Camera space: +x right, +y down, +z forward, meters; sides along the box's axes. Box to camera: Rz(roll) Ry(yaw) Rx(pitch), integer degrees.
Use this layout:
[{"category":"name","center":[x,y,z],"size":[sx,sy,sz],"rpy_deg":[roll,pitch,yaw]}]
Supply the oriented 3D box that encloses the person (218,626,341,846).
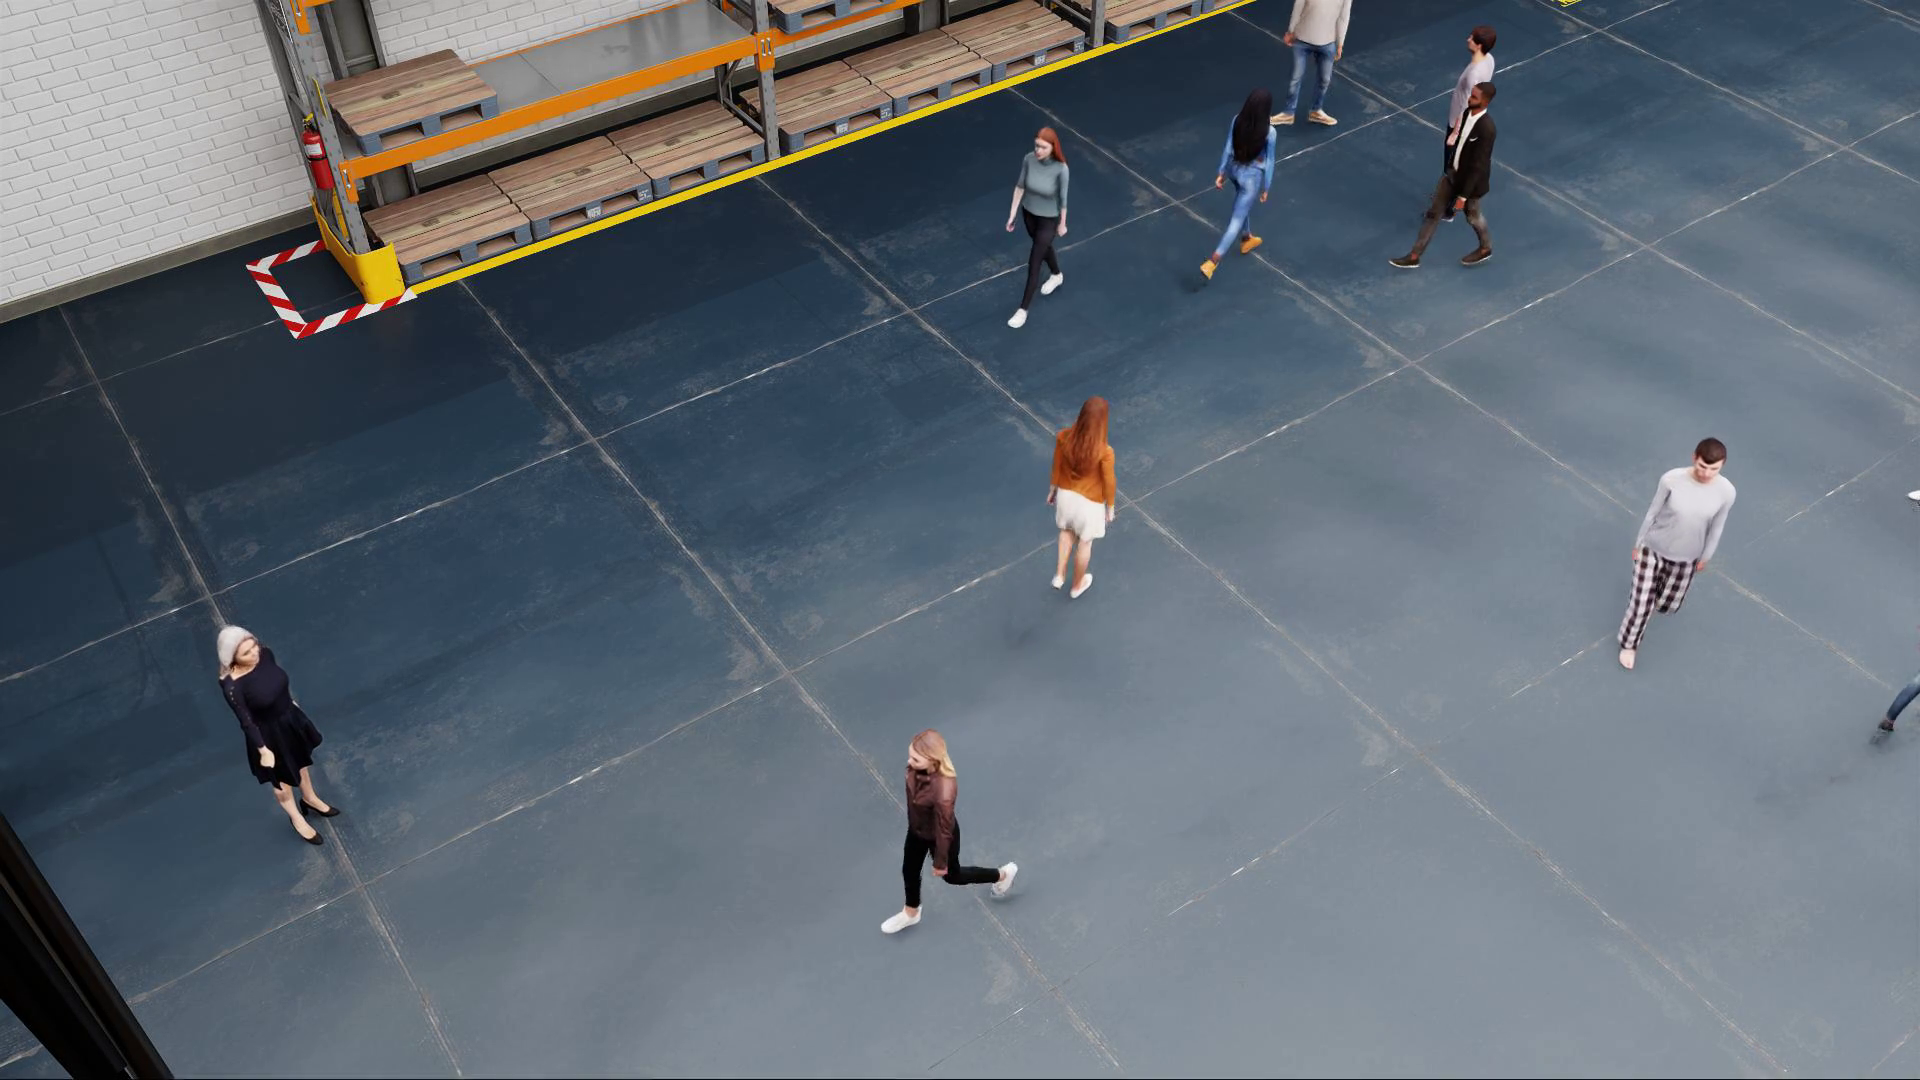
[{"category":"person","center":[-4.022,1.132,9.787],"size":[0.756,1.747,0.691],"rpy_deg":[8,44,9]}]

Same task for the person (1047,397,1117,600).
[{"category":"person","center":[0.780,-0.216,11.234],"size":[0.748,1.703,0.775],"rpy_deg":[22,48,21]}]

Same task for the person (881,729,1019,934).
[{"category":"person","center":[-0.060,1.615,9.331],"size":[1.125,1.676,0.772],"rpy_deg":[-16,46,-16]}]

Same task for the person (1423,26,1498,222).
[{"category":"person","center":[4.495,-3.712,14.811],"size":[0.797,1.831,0.661],"rpy_deg":[18,47,18]}]

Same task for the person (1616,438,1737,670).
[{"category":"person","center":[4.659,0.011,10.903],"size":[0.912,1.831,1.026],"rpy_deg":[15,46,15]}]

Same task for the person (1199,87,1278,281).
[{"category":"person","center":[2.370,-3.003,14.186],"size":[0.803,1.665,1.258],"rpy_deg":[34,53,30]}]

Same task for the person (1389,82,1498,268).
[{"category":"person","center":[4.389,-3.051,14.174],"size":[1.275,1.752,0.964],"rpy_deg":[-10,44,-10]}]

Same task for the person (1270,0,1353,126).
[{"category":"person","center":[3.339,-4.820,15.949],"size":[0.864,1.865,0.955],"rpy_deg":[14,45,15]}]

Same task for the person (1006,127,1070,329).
[{"category":"person","center":[0.702,-2.678,13.821],"size":[0.795,1.699,1.170],"rpy_deg":[28,50,26]}]
